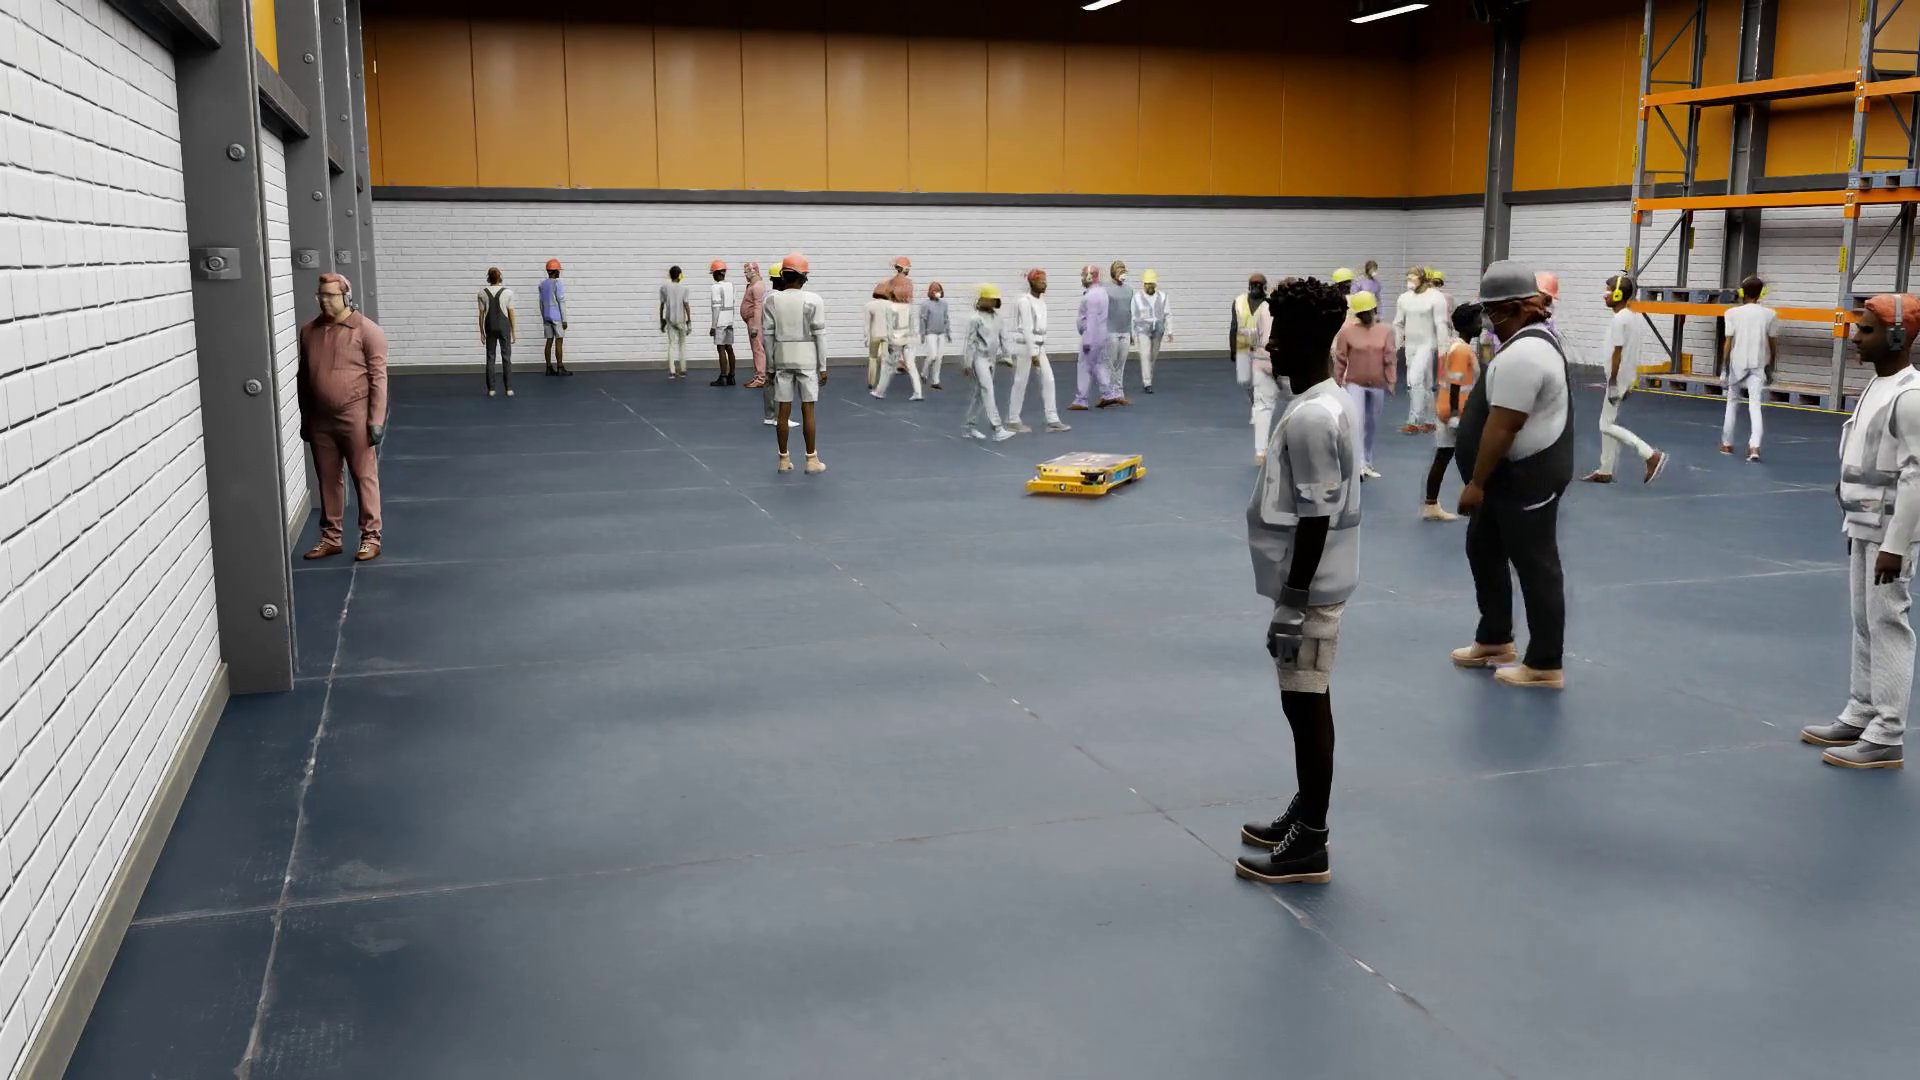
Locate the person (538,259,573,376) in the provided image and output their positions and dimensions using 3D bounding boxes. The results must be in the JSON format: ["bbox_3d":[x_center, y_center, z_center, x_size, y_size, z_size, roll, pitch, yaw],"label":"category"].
[{"bbox_3d":[-6.722,-3.683,27.602,0.543,1.939,0.360,6,12,33],"label":"person"}]

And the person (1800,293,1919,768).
[{"bbox_3d":[3.653,-0.029,6.609,0.359,1.882,0.575,3,10,15],"label":"person"}]

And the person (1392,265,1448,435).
[{"bbox_3d":[5.102,-2.122,18.686,0.913,1.888,0.641,-6,12,-32],"label":"person"}]

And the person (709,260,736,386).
[{"bbox_3d":[-3.669,-3.322,25.537,0.372,1.930,0.543,5,11,25],"label":"person"}]

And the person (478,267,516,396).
[{"bbox_3d":[-6.623,-2.975,23.817,0.501,1.839,0.342,-1,10,-6],"label":"person"}]

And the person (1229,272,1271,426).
[{"bbox_3d":[3.553,-2.295,19.912,0.622,1.816,0.717,5,11,26],"label":"person"}]

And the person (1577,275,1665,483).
[{"bbox_3d":[5.833,-1.383,14.567,0.654,1.855,0.520,7,12,34],"label":"person"}]

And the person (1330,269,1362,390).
[{"bbox_3d":[4.338,-2.128,18.841,0.611,1.858,1.018,-4,11,-22],"label":"person"}]

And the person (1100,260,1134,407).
[{"bbox_3d":[2.089,-2.752,22.208,0.636,1.939,0.363,-9,13,-43],"label":"person"}]

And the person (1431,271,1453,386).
[{"bbox_3d":[7.291,-3.240,25.534,0.533,1.768,0.311,2,10,13],"label":"person"}]

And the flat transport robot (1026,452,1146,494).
[{"bbox_3d":[1.124,-0.599,14.567,0.652,0.197,1.431,4,11,21],"label":"flat transport robot"}]

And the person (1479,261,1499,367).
[{"bbox_3d":[8.308,-3.357,25.785,0.581,1.909,0.576,2,10,13],"label":"person"}]

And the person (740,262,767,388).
[{"bbox_3d":[-3.127,-3.254,25.231,0.408,1.903,0.638,-2,10,-9],"label":"person"}]

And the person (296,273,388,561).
[{"bbox_3d":[-4.123,-0.810,11.059,0.640,1.910,0.409,2,10,12],"label":"person"}]

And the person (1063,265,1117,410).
[{"bbox_3d":[1.703,-2.624,21.636,0.570,1.895,0.671,3,10,19],"label":"person"}]

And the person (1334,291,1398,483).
[{"bbox_3d":[3.617,-1.352,14.792,0.543,1.700,0.941,0,10,-1],"label":"person"}]

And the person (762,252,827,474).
[{"bbox_3d":[-1.515,-1.629,15.406,0.608,2.044,0.371,2,10,13],"label":"person"}]

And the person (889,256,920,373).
[{"bbox_3d":[-0.957,-3.810,28.210,0.439,1.978,0.654,-8,13,-39],"label":"person"}]

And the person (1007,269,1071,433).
[{"bbox_3d":[0.906,-2.116,18.784,0.860,1.850,0.587,6,12,32],"label":"person"}]

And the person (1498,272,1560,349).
[{"bbox_3d":[4.747,-1.336,14.198,0.578,1.886,0.825,-4,11,-24],"label":"person"}]

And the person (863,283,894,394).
[{"bbox_3d":[-1.168,-2.950,24.348,0.513,1.592,0.767,-1,10,-6],"label":"person"}]

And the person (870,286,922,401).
[{"bbox_3d":[-0.858,-2.721,23.035,0.889,1.585,0.544,9,13,41],"label":"person"}]

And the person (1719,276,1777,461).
[{"bbox_3d":[7.846,-1.711,16.549,0.553,1.823,0.990,2,10,12],"label":"person"}]

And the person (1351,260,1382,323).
[{"bbox_3d":[7.008,-3.866,28.726,0.675,1.915,0.437,-6,11,-29],"label":"person"}]

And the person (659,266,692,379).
[{"bbox_3d":[-4.639,-3.541,27.164,0.570,1.816,0.794,0,10,2],"label":"person"}]

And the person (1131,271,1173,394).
[{"bbox_3d":[2.793,-3.064,24.477,0.599,1.790,0.938,-2,10,-11],"label":"person"}]

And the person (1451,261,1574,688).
[{"bbox_3d":[2.590,-0.327,7.875,0.713,2.000,0.690,4,10,20],"label":"person"}]

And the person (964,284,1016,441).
[{"bbox_3d":[0.345,-1.921,18.089,0.865,1.699,0.499,7,12,37],"label":"person"}]

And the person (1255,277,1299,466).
[{"bbox_3d":[3.142,-1.620,16.018,0.657,1.802,0.738,10,14,44],"label":"person"}]

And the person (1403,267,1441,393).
[{"bbox_3d":[6.767,-3.062,24.309,0.600,1.830,0.404,6,12,33],"label":"person"}]

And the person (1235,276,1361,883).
[{"bbox_3d":[1.111,0.134,5.424,0.367,1.966,0.606,3,10,14],"label":"person"}]

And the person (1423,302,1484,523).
[{"bbox_3d":[3.866,-0.936,12.451,0.769,1.663,0.553,3,10,15],"label":"person"}]

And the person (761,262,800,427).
[{"bbox_3d":[-2.144,-2.297,19.606,0.383,1.928,0.588,-5,11,-28],"label":"person"}]

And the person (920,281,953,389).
[{"bbox_3d":[-0.360,-3.051,24.872,0.507,1.617,0.362,-10,14,-44],"label":"person"}]
